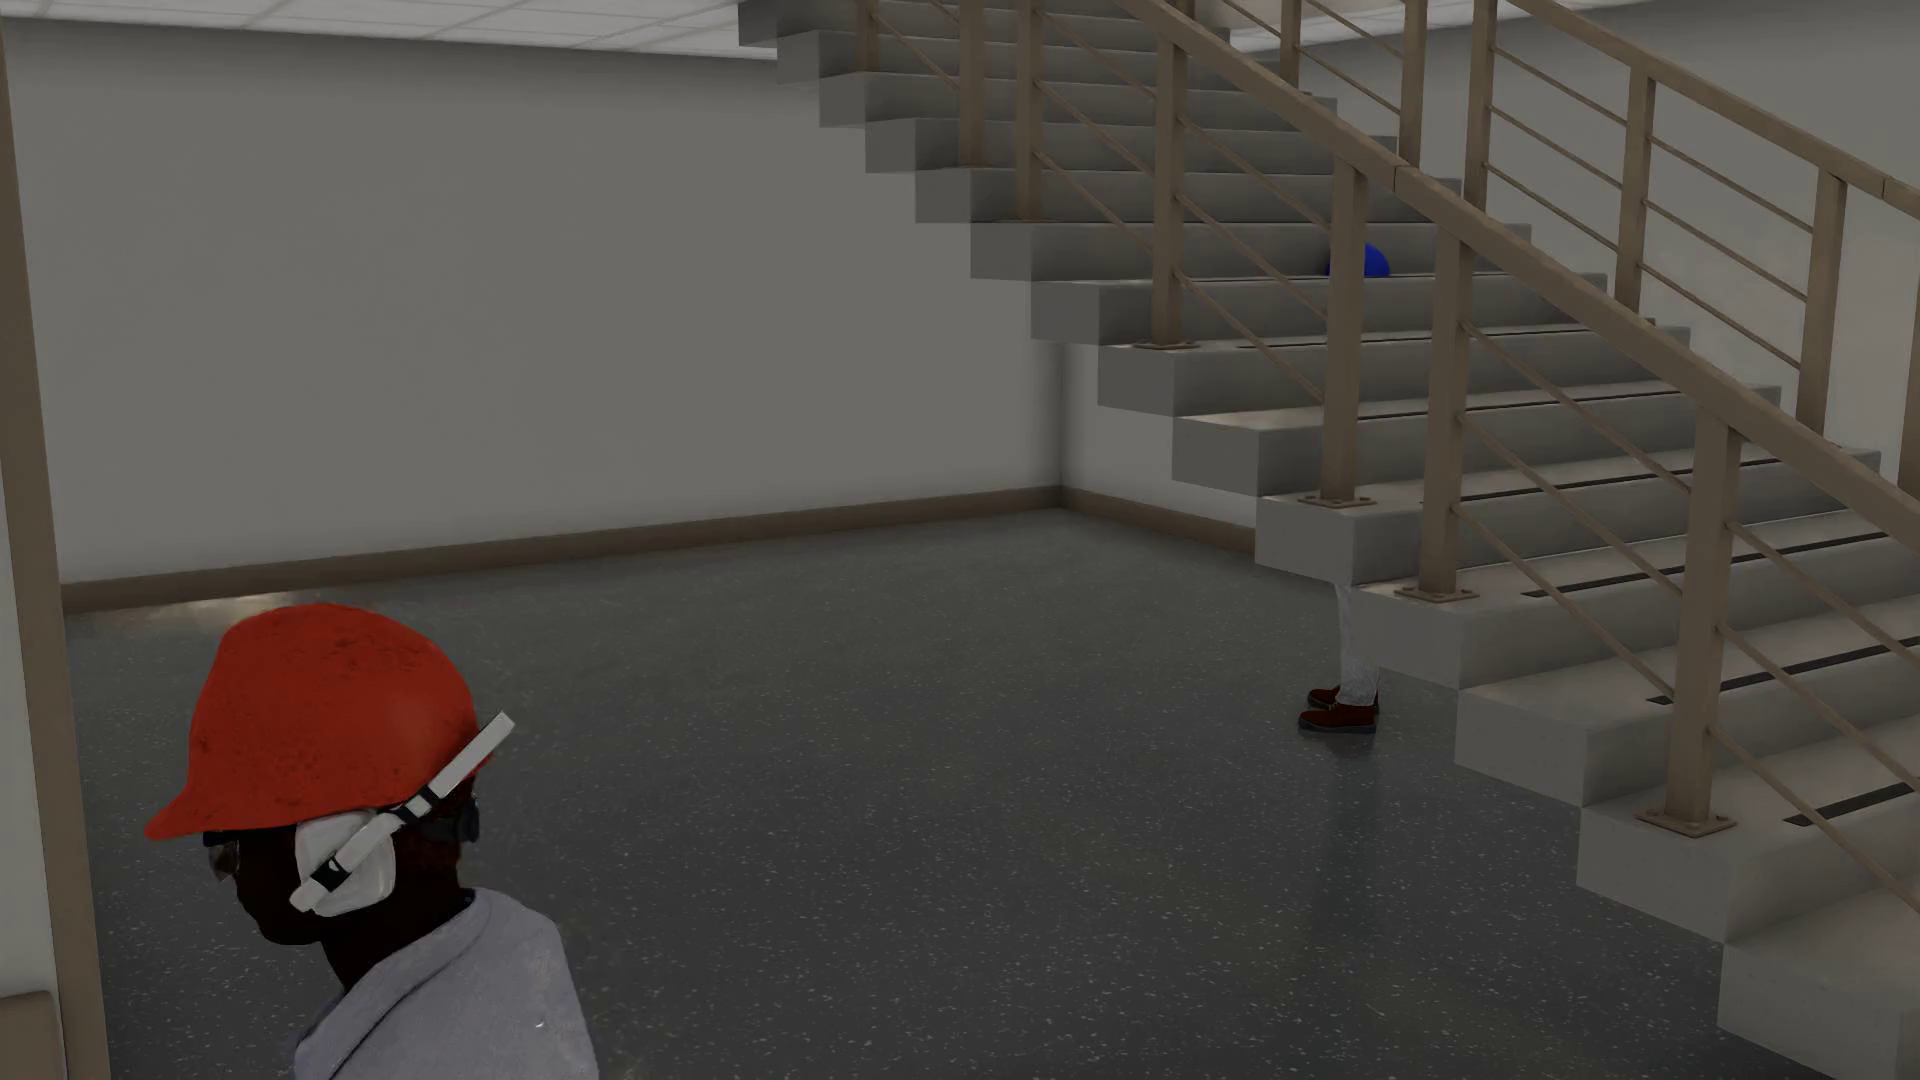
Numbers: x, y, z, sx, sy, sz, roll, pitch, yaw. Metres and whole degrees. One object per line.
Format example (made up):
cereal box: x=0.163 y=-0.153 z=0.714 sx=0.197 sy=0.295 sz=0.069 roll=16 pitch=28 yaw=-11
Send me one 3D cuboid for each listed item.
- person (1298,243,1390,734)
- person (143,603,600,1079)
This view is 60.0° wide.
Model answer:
person: x=1.573 y=-0.200 z=6.636 sx=0.391 sy=1.949 sz=0.602 roll=4 pitch=12 yaw=21
person: x=-0.537 y=0.895 z=1.543 sx=0.930 sy=1.697 sz=0.578 roll=0 pitch=11 yaw=-2
